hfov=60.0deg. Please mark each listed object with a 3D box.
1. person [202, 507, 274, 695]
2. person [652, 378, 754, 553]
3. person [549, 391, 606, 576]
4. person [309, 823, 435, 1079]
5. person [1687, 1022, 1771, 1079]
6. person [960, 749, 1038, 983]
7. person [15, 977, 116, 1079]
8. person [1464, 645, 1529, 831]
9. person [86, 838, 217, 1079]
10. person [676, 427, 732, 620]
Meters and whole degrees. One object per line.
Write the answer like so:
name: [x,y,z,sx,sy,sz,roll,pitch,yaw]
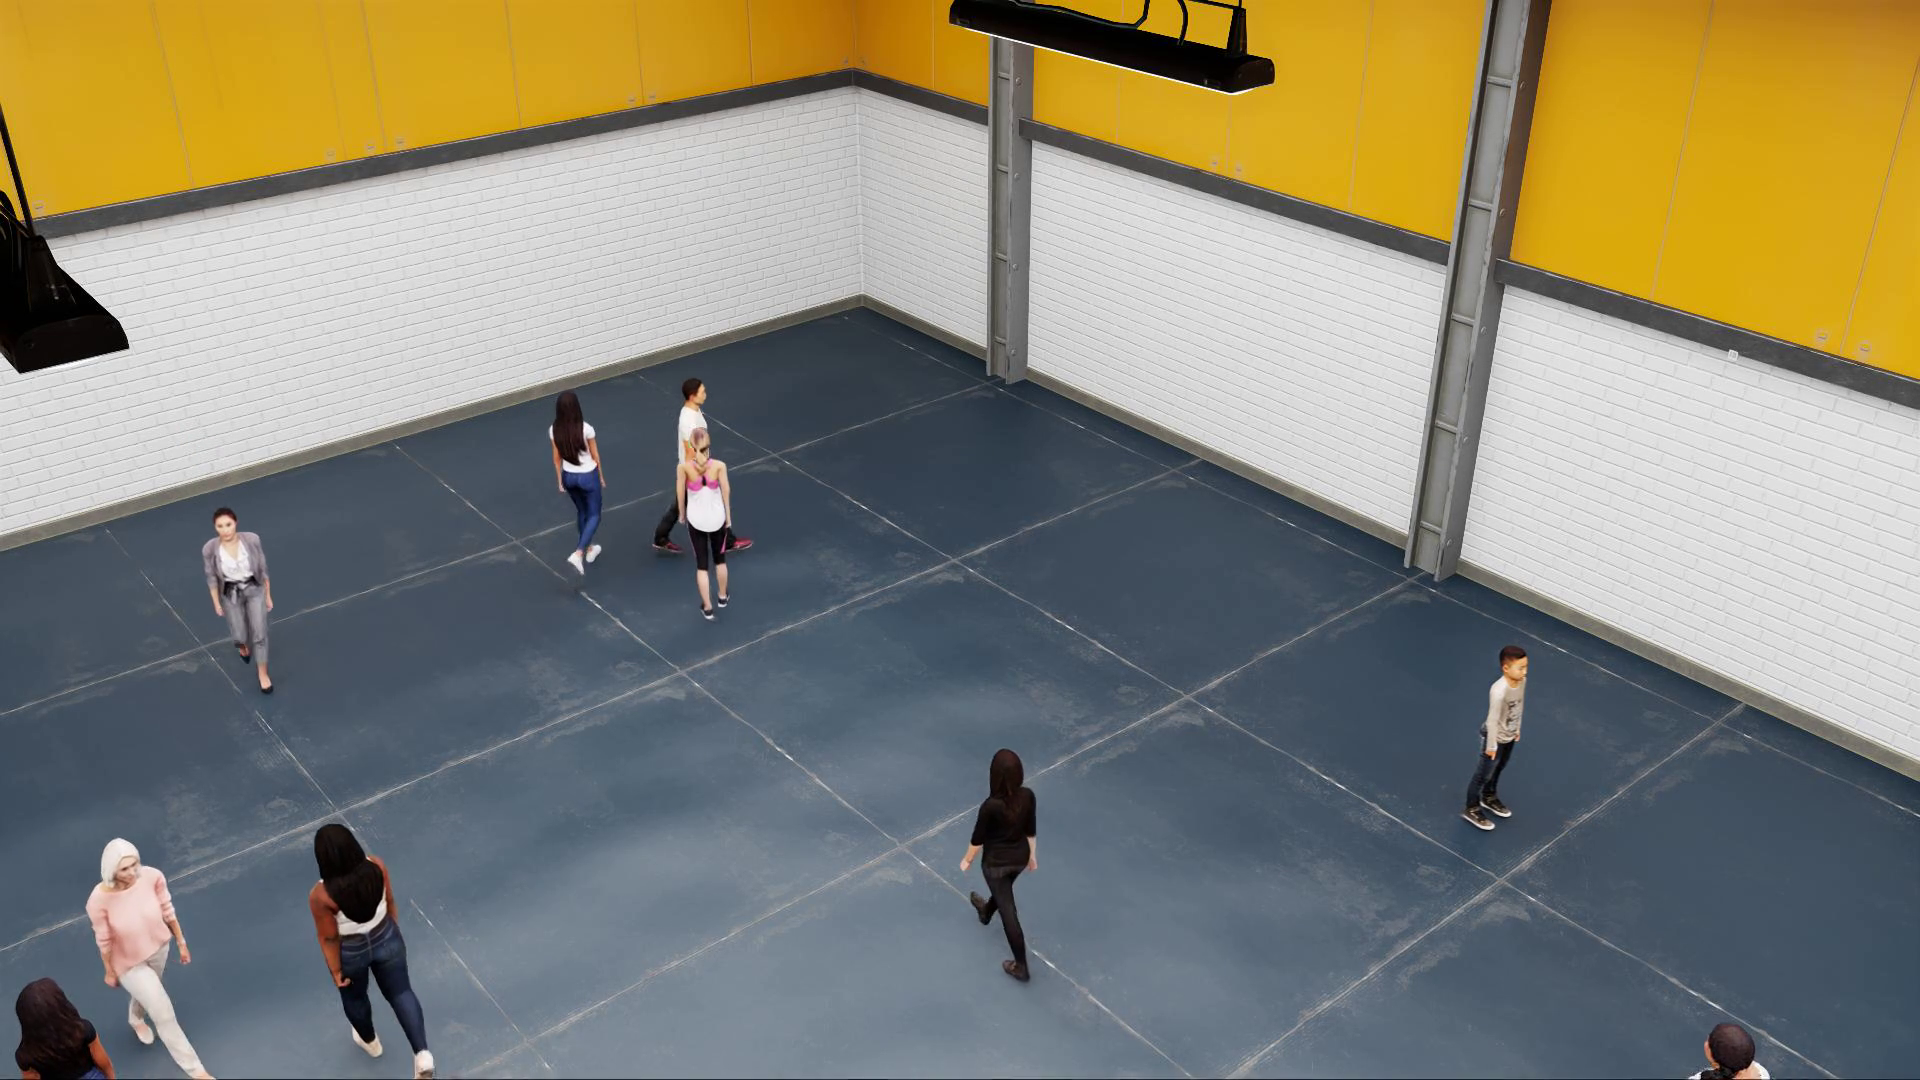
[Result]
person: [-5.820,0.445,13.510,0.706,1.664,0.850,-13,31,-23]
person: [-2.557,-0.636,15.401,1.104,1.751,1.210,-4,29,-7]
person: [-3.473,-0.488,15.127,1.003,1.754,1.003,6,29,11]
person: [-3.425,2.441,9.725,0.649,1.784,1.067,-21,35,-33]
person: [3.842,3.174,8.498,0.710,1.672,0.699,-14,32,-24]
person: [0.334,2.097,10.537,0.685,1.611,1.063,-17,33,-29]
person: [-4.609,3.009,8.733,0.556,1.737,0.522,-23,36,-35]
person: [3.882,1.393,11.984,0.516,1.460,0.549,25,38,38]
person: [-4.884,2.431,9.865,1.238,1.668,0.840,19,34,30]
person: [-2.210,-0.143,14.459,0.757,1.787,0.815,-5,29,-10]
